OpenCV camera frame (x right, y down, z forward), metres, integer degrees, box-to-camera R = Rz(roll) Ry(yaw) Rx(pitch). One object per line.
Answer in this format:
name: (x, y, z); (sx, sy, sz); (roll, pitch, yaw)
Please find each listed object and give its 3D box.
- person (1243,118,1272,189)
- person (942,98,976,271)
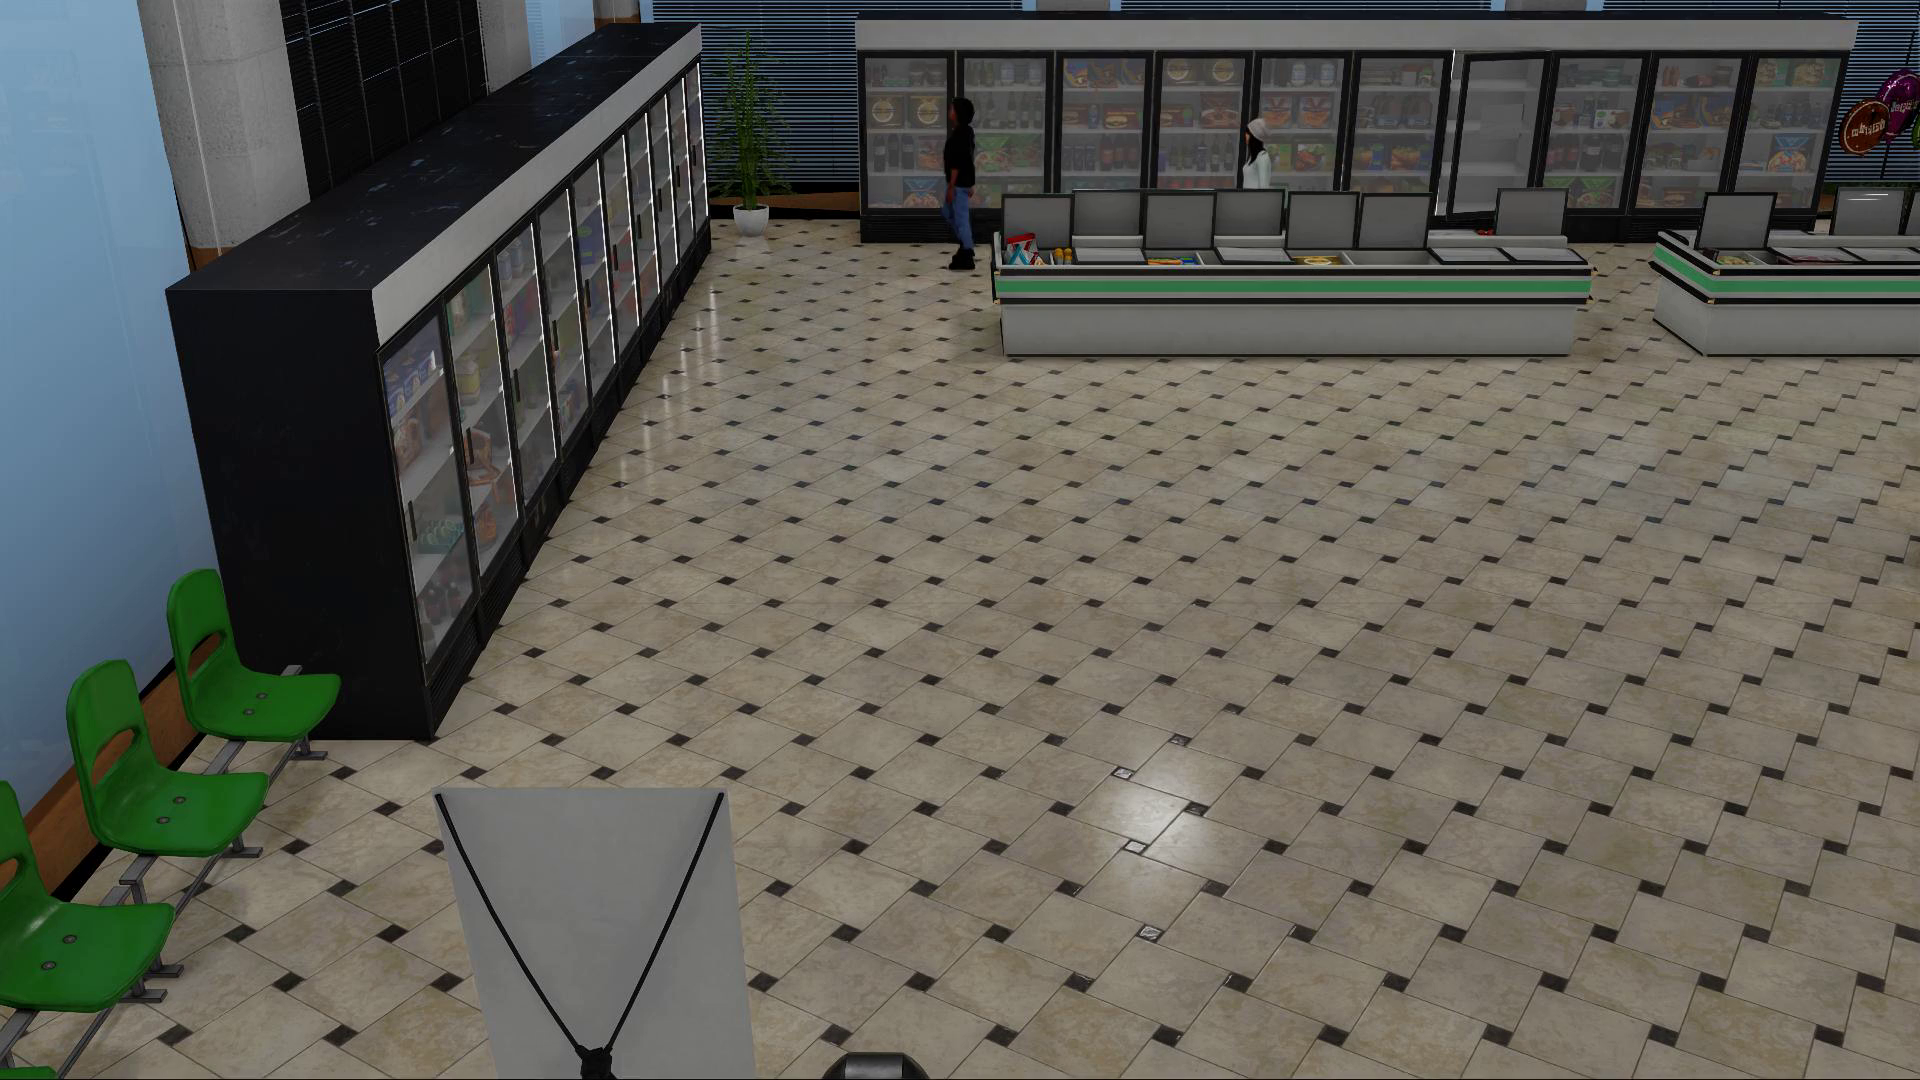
person: (2.784, -3.157, 15.725); (0.475, 1.647, 0.571); (-1, 24, -1)
person: (0.094, -3.499, 16.458); (0.594, 1.686, 0.582); (2, 24, 6)
